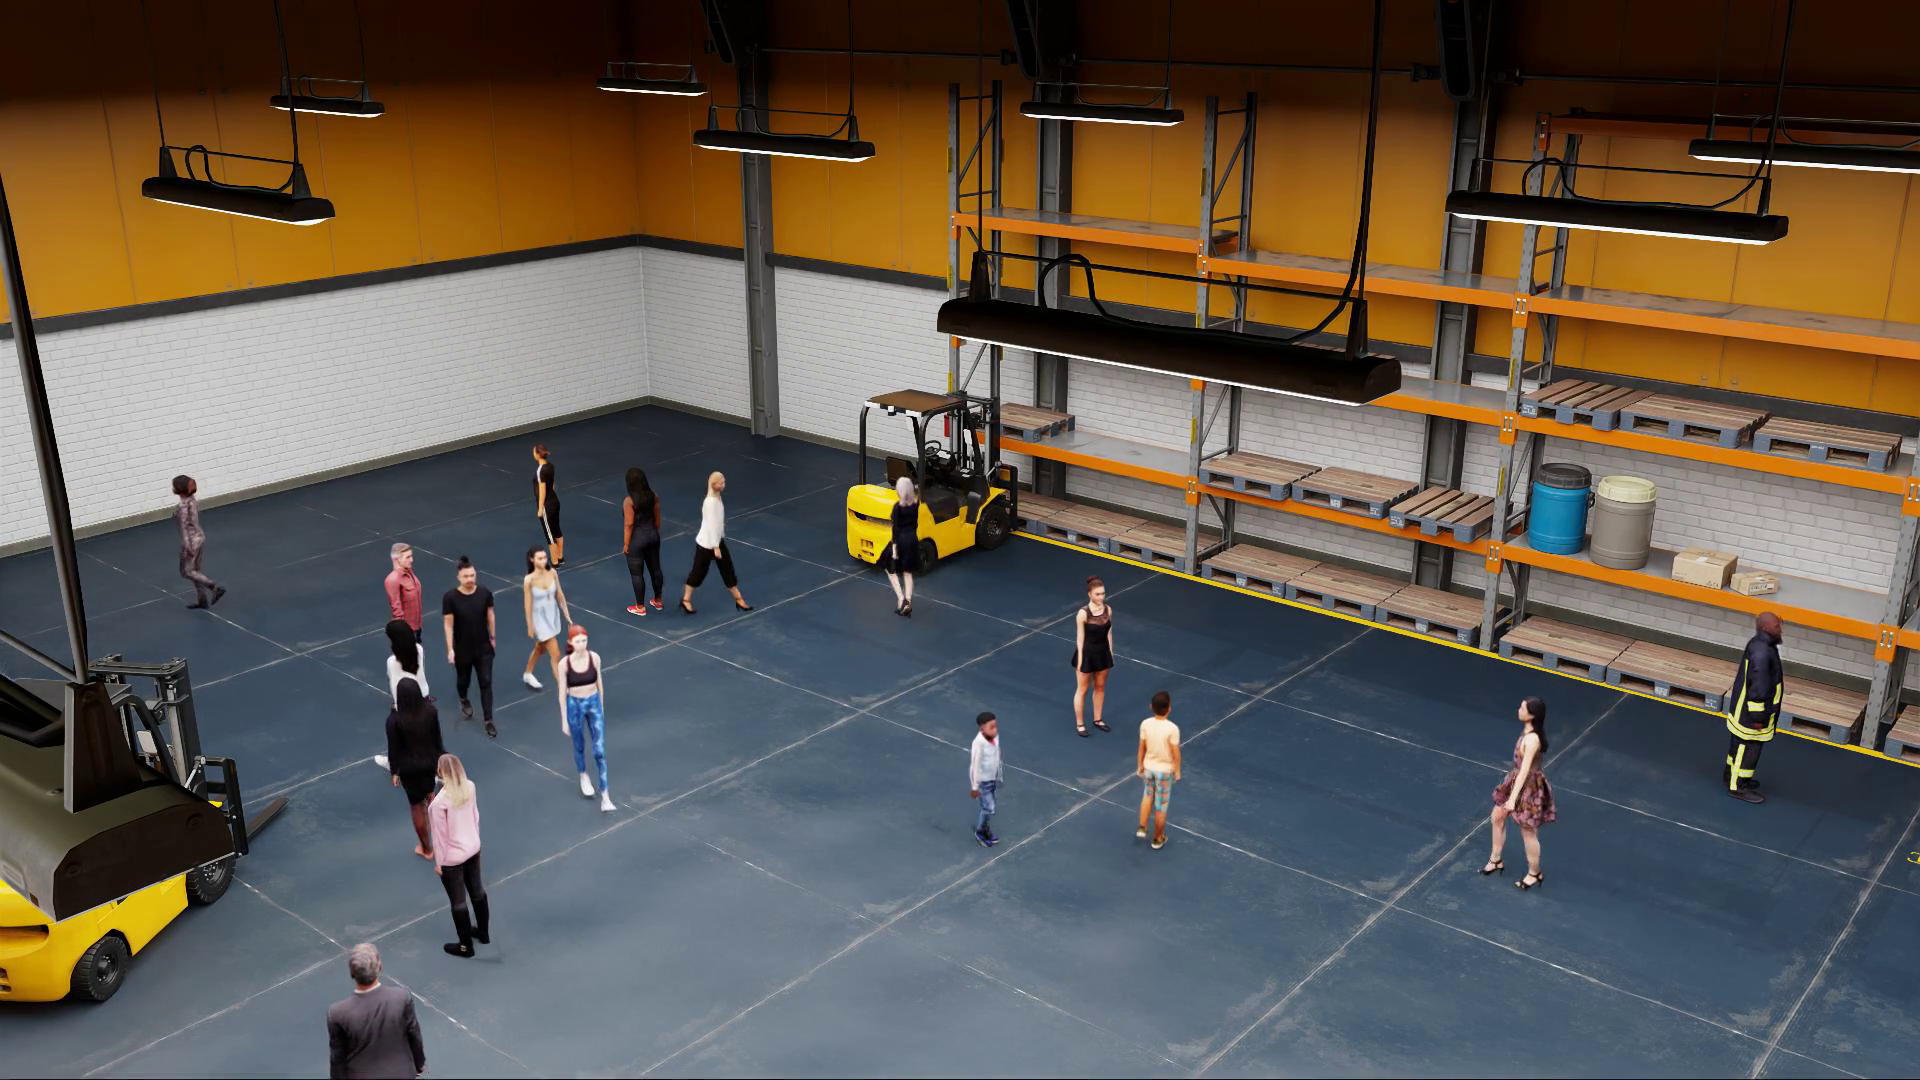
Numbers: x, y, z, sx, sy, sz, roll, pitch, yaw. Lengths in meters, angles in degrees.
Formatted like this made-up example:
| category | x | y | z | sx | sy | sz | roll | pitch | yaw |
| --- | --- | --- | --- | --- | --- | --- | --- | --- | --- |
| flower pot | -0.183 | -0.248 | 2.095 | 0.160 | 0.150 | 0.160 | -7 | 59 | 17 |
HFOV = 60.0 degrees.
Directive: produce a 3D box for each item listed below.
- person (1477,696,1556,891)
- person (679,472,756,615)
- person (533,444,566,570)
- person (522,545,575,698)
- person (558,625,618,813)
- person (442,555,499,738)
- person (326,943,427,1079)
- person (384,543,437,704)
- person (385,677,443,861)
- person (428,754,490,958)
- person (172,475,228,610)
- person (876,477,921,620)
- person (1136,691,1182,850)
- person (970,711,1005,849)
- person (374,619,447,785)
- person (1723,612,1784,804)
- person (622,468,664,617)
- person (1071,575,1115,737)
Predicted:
| category | x | y | z | sx | sy | sz | roll | pitch | yaw |
| --- | --- | --- | --- | --- | --- | --- | --- | --- | --- |
| person | 4.784 | 2.123 | 13.799 | 0.901 | 1.757 | 0.792 | 6 | 19 | 16 |
| person | -3.053 | 0.086 | 19.789 | 1.248 | 1.794 | 1.066 | 0 | 19 | 1 |
| person | -5.343 | -0.452 | 21.584 | 0.666 | 1.668 | 0.654 | 2 | 19 | 7 |
| person | -4.461 | 0.860 | 17.661 | 1.174 | 1.686 | 0.666 | 13 | 22 | 33 |
| person | -3.494 | 1.608 | 15.349 | 0.917 | 1.744 | 1.210 | -9 | 20 | -24 |
| person | -4.991 | 1.043 | 16.879 | 0.972 | 1.838 | 1.210 | -9 | 21 | -26 |
| person | -3.515 | 3.326 | 10.122 | 0.844 | 1.824 | 0.854 | -7 | 20 | -19 |
| person | -5.764 | 0.899 | 17.317 | 0.784 | 1.831 | 0.753 | 0 | 19 | 1 |
| person | -4.608 | 1.986 | 14.273 | 0.651 | 1.714 | 0.674 | -17 | 25 | -40 |
| person | -3.902 | 2.440 | 12.968 | 0.612 | 1.687 | 0.649 | 9 | 21 | 25 |
| person | -9.172 | 0.040 | 20.064 | 0.856 | 1.705 | 0.797 | -2 | 19 | -5 |
| person | -0.614 | 0.114 | 19.798 | 0.654 | 1.737 | 0.658 | 18 | 25 | 42 |
| person | 1.715 | 2.035 | 14.536 | 0.566 | 1.453 | 0.627 | 10 | 21 | 28 |
| person | 0.188 | 2.082 | 14.705 | 0.503 | 1.256 | 0.487 | 15 | 24 | 37 |
| person | -5.085 | 1.563 | 15.637 | 1.192 | 1.645 | 0.760 | 11 | 21 | 29 |
| person | 7.398 | 1.518 | 15.494 | 0.788 | 1.822 | 0.827 | 7 | 20 | 21 |
| person | -3.822 | 0.001 | 20.010 | 0.684 | 1.814 | 0.633 | -17 | 25 | -41 |
| person | 1.349 | 1.159 | 16.786 | 0.660 | 1.678 | 0.670 | -10 | 21 | -28 |
